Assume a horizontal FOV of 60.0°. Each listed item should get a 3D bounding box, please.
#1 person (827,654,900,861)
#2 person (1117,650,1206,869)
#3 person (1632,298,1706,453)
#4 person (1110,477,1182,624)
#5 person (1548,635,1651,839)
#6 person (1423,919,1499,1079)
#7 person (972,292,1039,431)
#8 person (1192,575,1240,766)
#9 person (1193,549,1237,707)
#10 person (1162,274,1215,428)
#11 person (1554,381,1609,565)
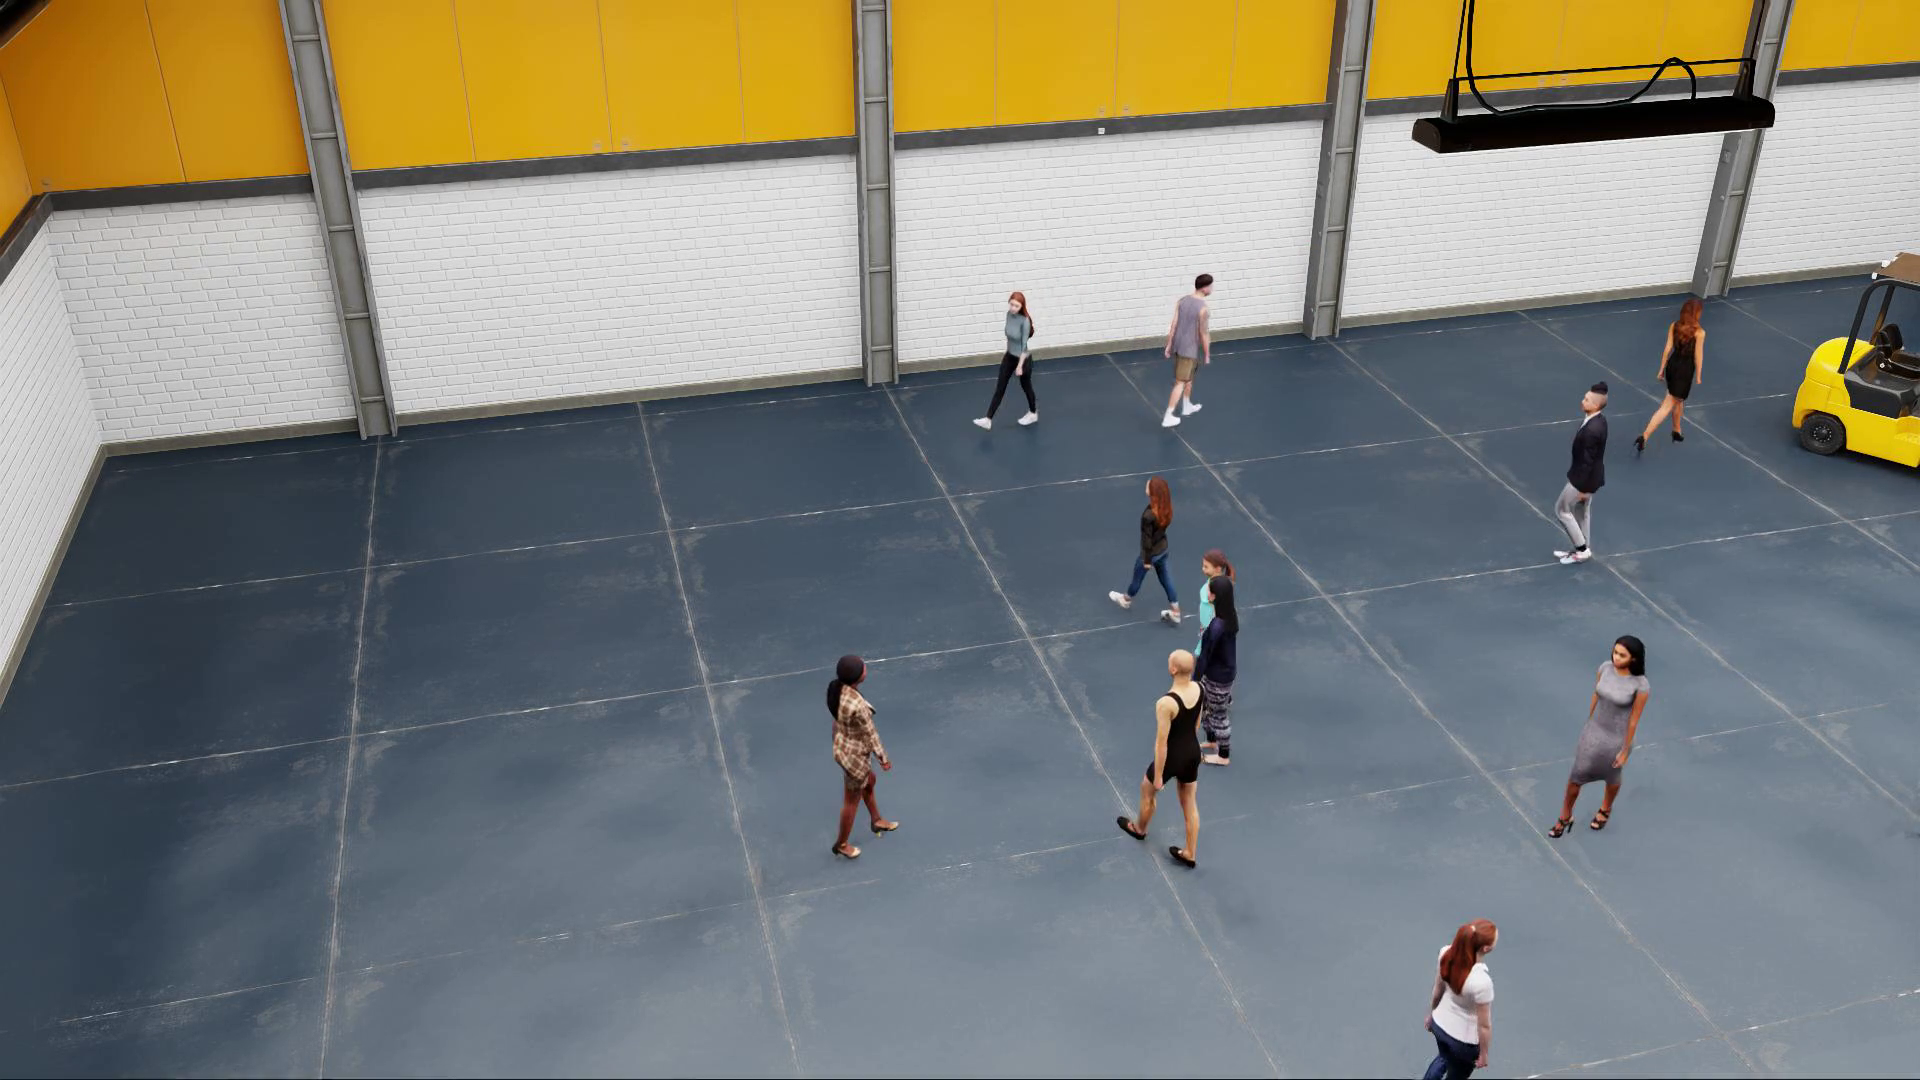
[{"bbox_3d":[-0.844,1.651,12.257,0.890,1.776,0.702,-14,32,-25],"label":"person"},{"bbox_3d":[1.659,1.656,12.232,1.018,1.791,0.991,-21,35,-34],"label":"person"},{"bbox_3d":[7.938,-1.770,18.510,1.215,1.794,0.815,-16,33,-27],"label":"person"},{"bbox_3d":[1.865,0.124,15.408,0.974,1.440,1.005,23,36,35],"label":"person"},{"bbox_3d":[4.982,1.474,12.598,0.957,1.761,0.801,-23,36,-35],"label":"person"},{"bbox_3d":[2.882,2.966,9.900,0.735,1.725,0.657,-14,32,-24],"label":"person"},{"bbox_3d":[0.740,-2.055,19.139,1.193,1.693,0.869,-16,33,-27],"label":"person"},{"bbox_3d":[2.159,1.081,13.362,0.797,1.719,0.759,8,30,14],"label":"person"},{"bbox_3d":[2.242,0.779,14.101,0.690,1.542,0.651,2,29,4],"label":"person"},{"bbox_3d":[2.532,-2.155,19.042,1.010,1.799,0.821,-23,36,-36],"label":"person"},{"bbox_3d":[6.217,-0.628,16.265,0.889,1.941,0.845,13,31,22],"label":"person"}]
